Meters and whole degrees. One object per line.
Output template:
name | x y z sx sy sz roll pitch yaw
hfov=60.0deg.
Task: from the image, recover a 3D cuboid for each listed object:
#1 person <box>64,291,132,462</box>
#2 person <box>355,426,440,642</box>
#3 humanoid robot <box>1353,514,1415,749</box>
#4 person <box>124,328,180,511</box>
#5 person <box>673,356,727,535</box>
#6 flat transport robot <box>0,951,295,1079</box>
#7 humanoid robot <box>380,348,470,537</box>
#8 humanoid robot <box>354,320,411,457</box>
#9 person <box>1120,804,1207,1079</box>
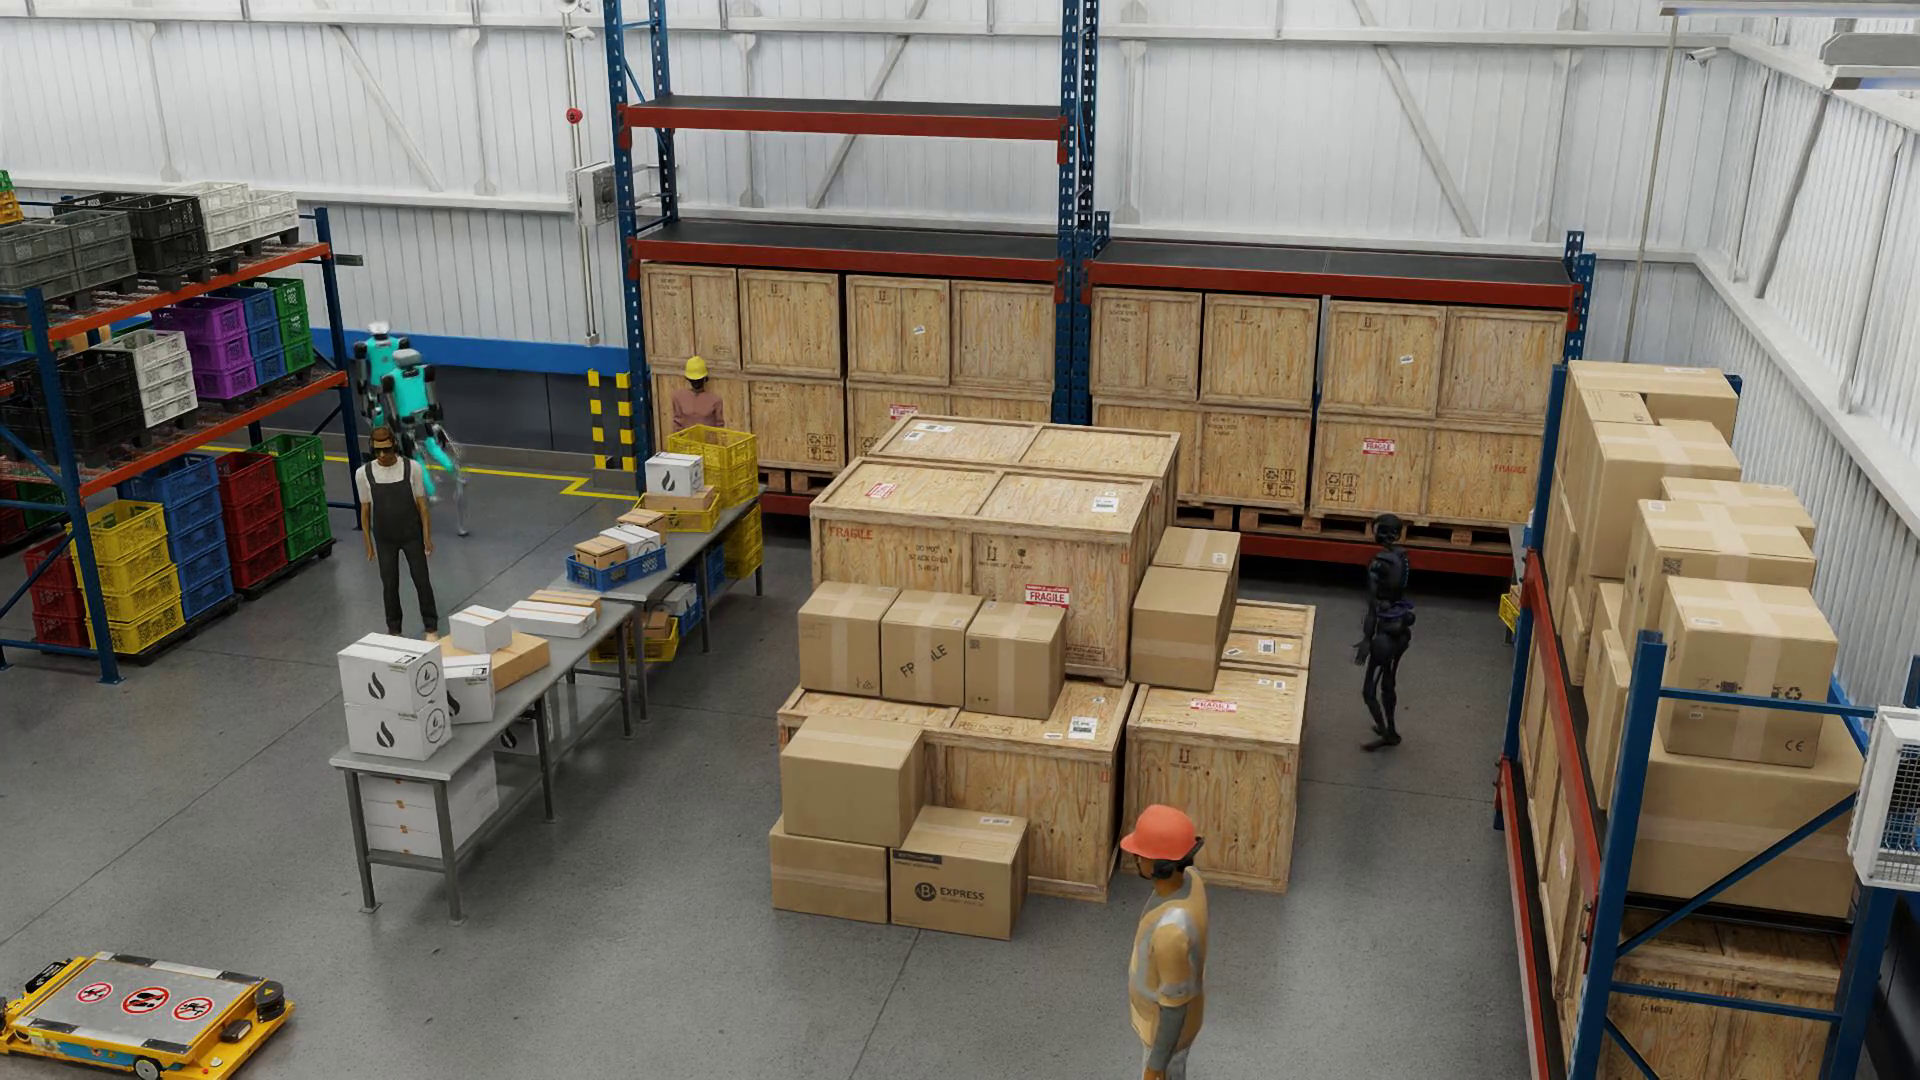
person | -8.864 -1.700 17.160 0.550 1.932 0.374 6 22 15
person | -4.361 -0.015 12.902 0.506 1.836 0.331 -6 22 -15
humanoid robot | 2.939 0.625 11.436 0.378 1.640 0.589 13 24 30
person | -7.307 -0.946 15.052 0.389 2.035 0.604 5 21 12
person | -2.348 -0.818 15.101 0.522 1.761 0.336 3 21 9
flat transport robot | -4.270 2.464 8.601 1.431 0.231 0.659 5 22 13
humanoid robot | -4.814 -0.832 15.237 0.888 1.791 0.530 18 27 39
humanoid robot | -5.790 -1.387 16.666 0.549 1.791 0.916 -11 24 -27
person | 0.853 2.059 7.179 0.388 2.040 0.613 4 21 11
